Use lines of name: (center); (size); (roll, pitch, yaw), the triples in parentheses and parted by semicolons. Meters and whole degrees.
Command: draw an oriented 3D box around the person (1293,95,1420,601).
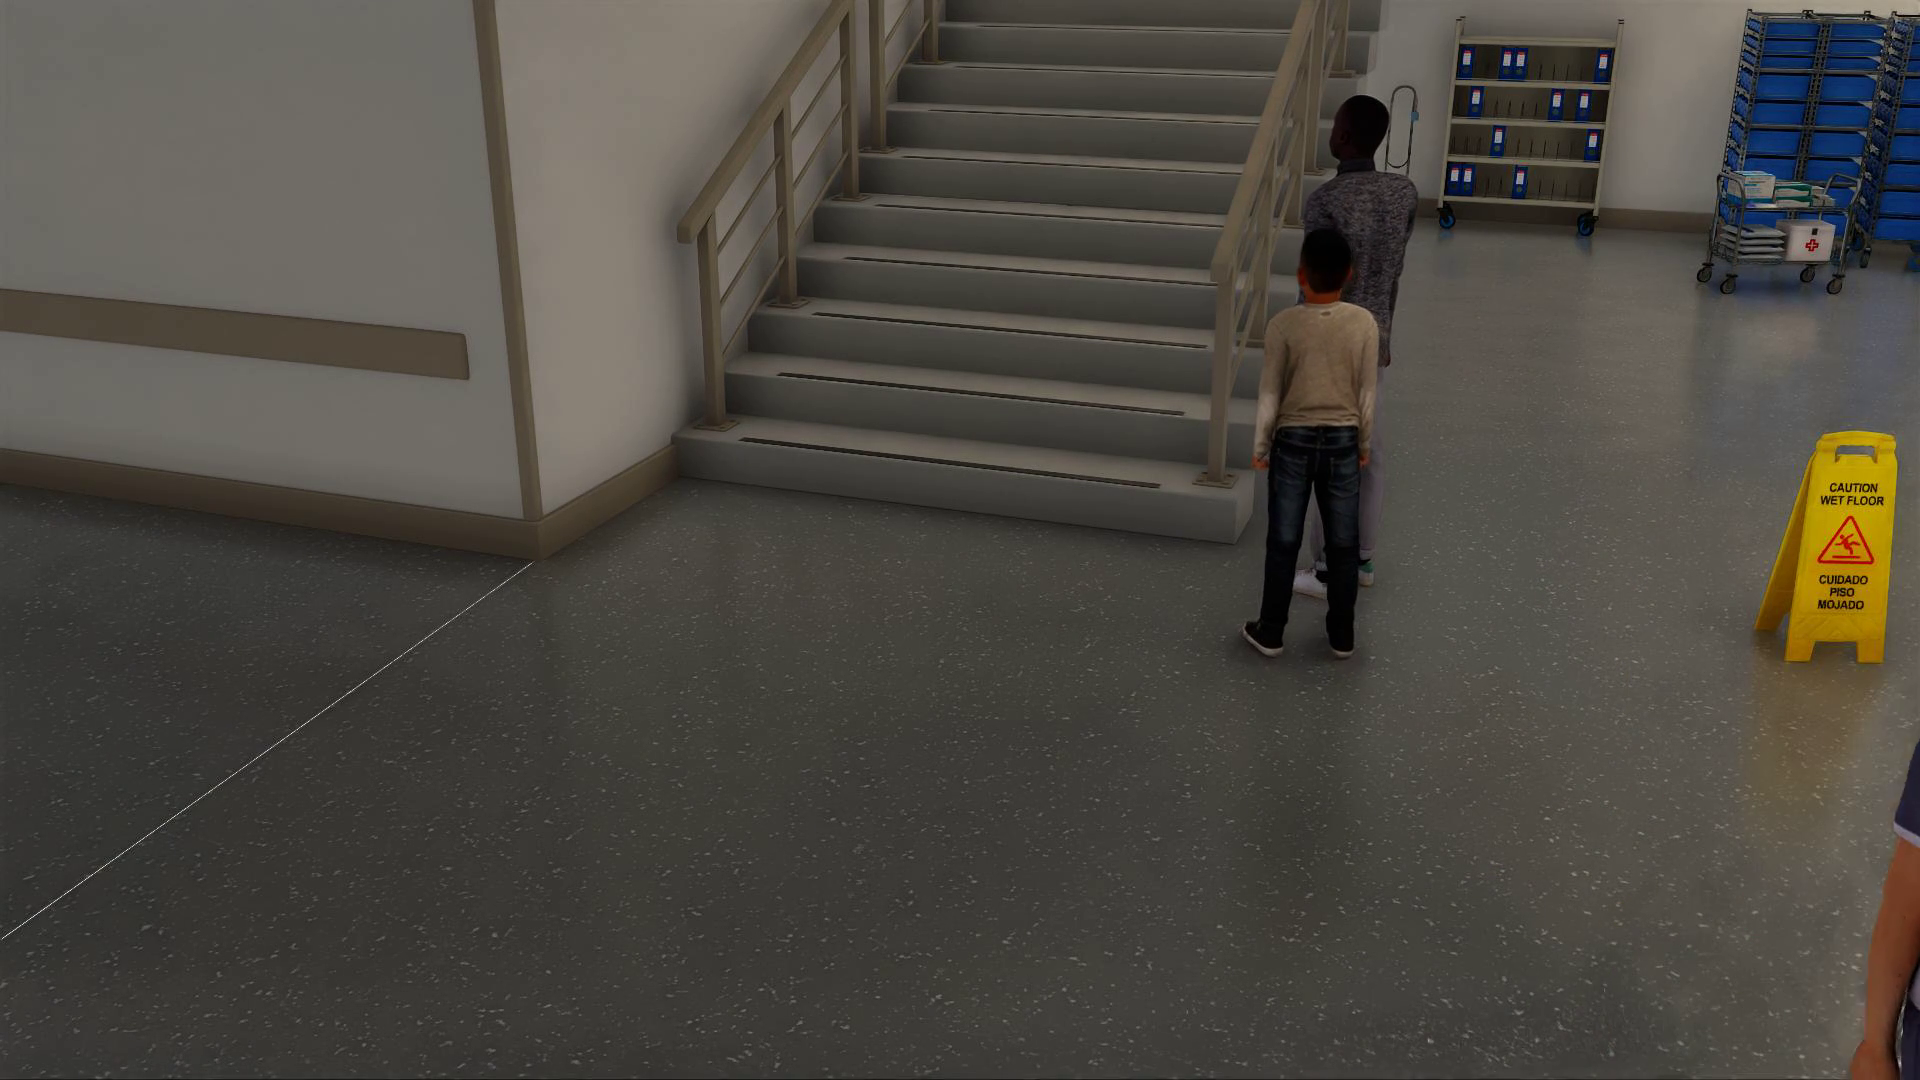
person: (1.420, -0.686, 6.088); (0.698, 1.838, 0.814); (-14, 25, -33)

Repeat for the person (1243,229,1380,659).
person: (1.205, -0.306, 5.623); (0.600, 1.455, 0.571); (1, 21, 3)
